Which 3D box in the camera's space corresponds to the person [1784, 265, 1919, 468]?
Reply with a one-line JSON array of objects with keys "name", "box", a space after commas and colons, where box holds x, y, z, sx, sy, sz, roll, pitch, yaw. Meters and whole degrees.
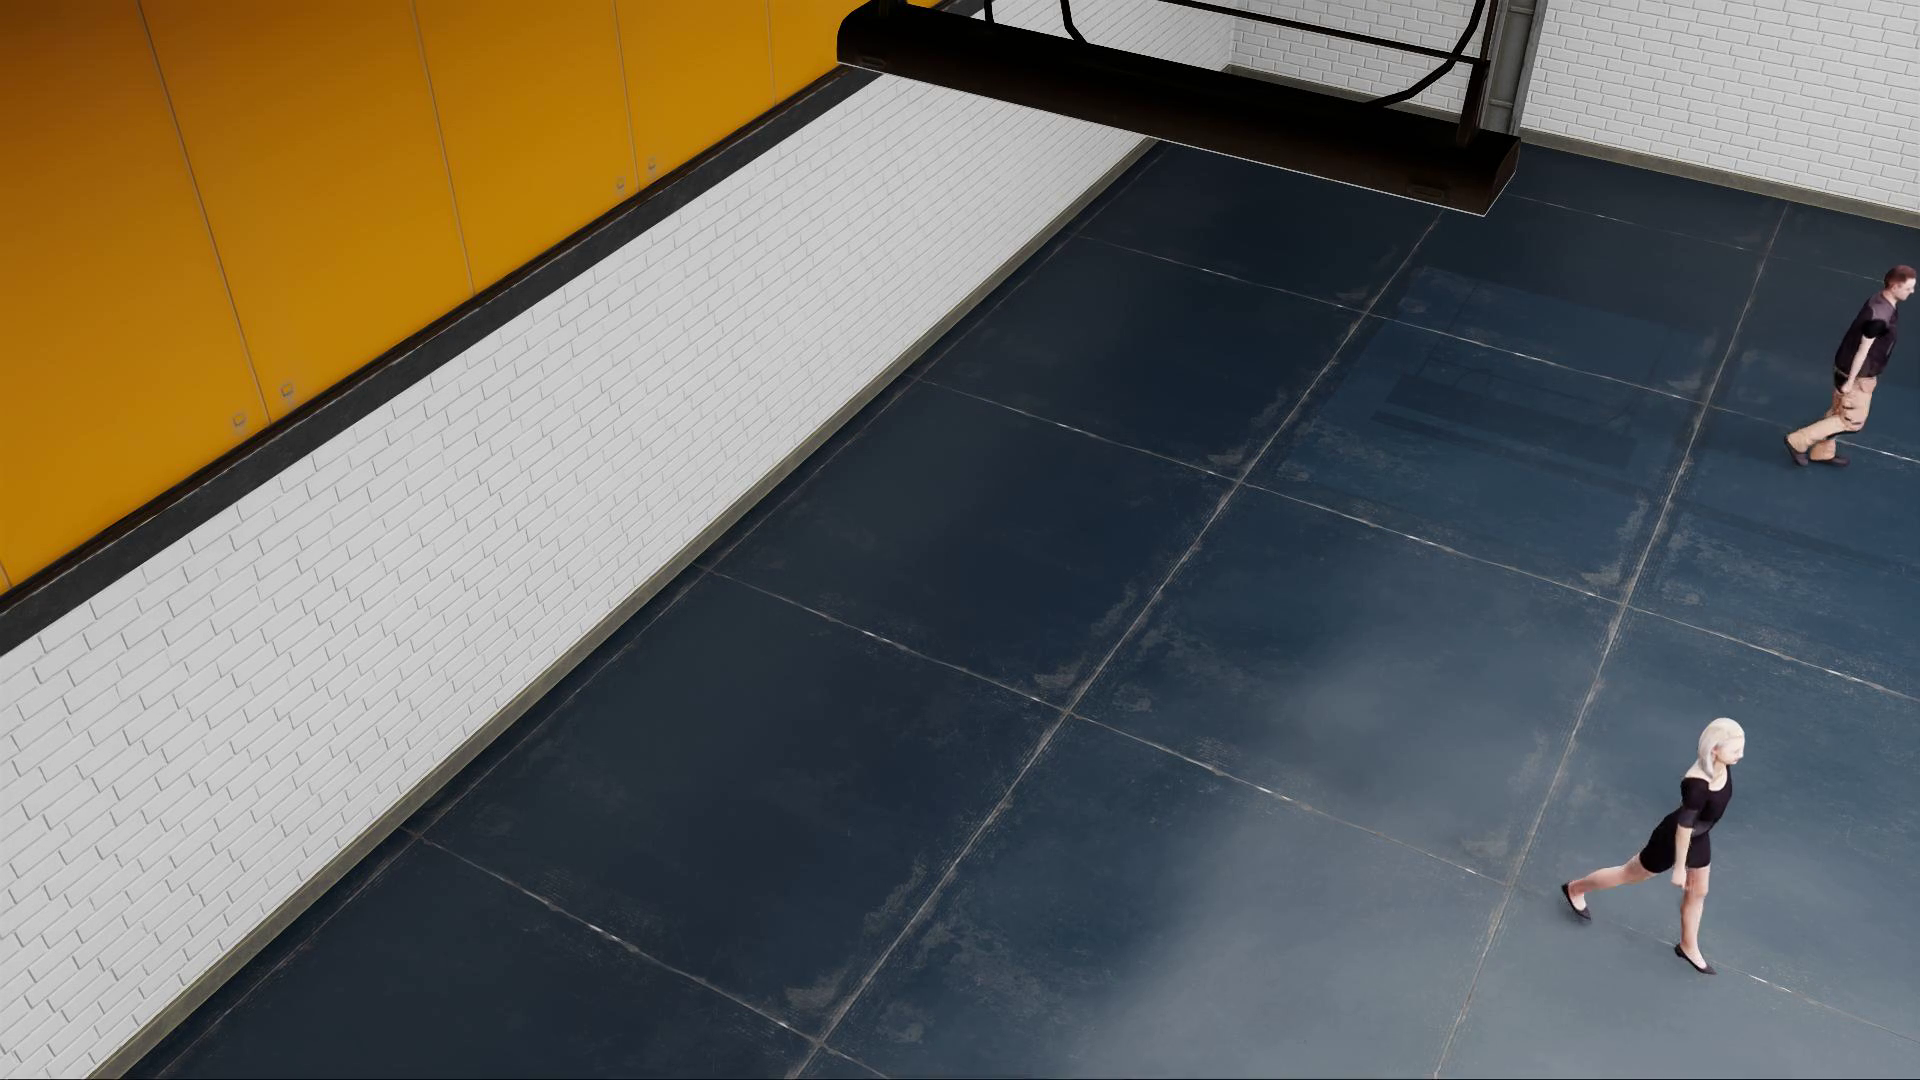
[{"name": "person", "box": [6.835, -1.340, 12.865, 0.766, 1.823, 0.696, 17, 42, 20]}]

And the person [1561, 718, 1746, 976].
[{"name": "person", "box": [3.858, 1.628, 9.179, 1.196, 1.784, 0.736, 29, 47, 31]}]
